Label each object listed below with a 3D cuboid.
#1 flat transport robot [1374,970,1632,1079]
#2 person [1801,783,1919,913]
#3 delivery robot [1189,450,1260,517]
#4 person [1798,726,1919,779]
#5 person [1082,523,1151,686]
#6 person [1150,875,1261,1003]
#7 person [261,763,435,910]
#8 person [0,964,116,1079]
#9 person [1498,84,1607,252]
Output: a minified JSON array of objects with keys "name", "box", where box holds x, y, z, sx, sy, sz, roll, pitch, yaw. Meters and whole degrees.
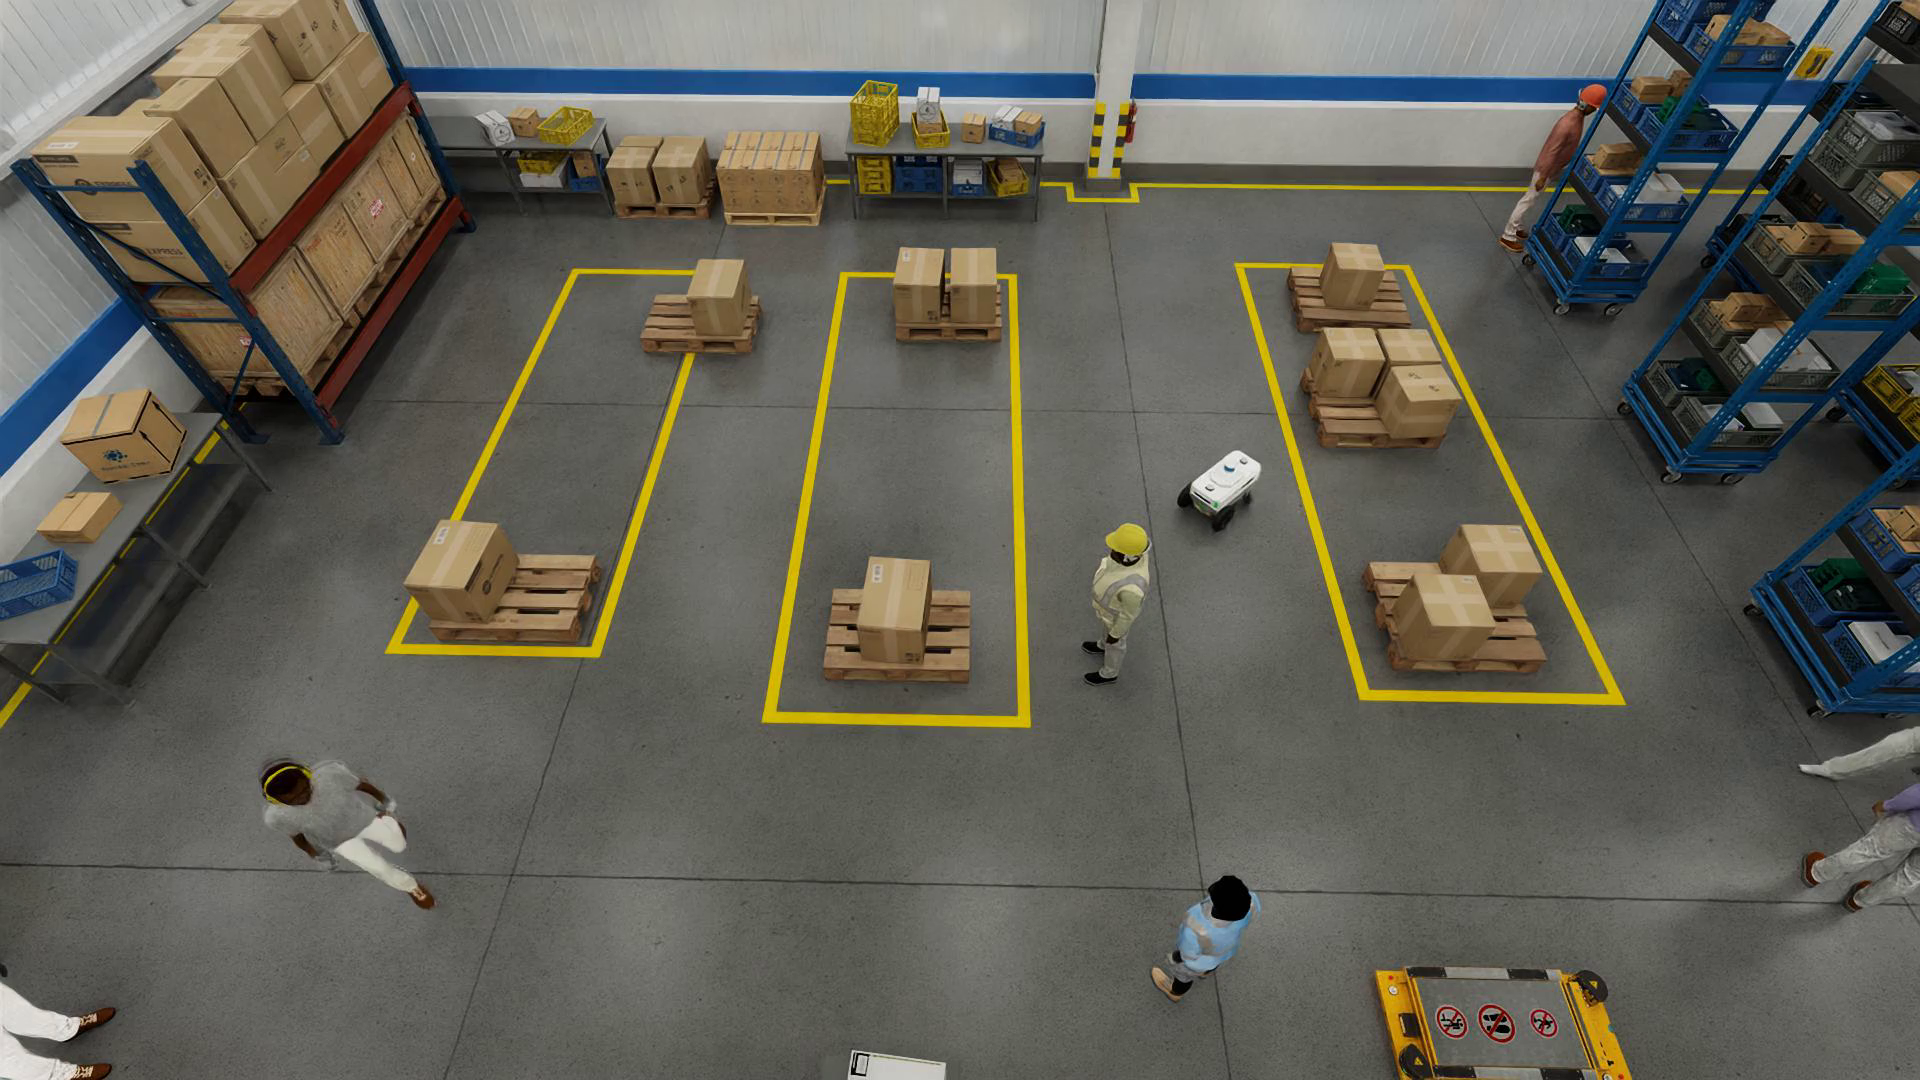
[{"name":"flat transport robot","box":[3.501,3.133,5.914,1.431,0.197,0.652,1,51,1]},{"name":"person","box":[6.285,1.875,5.871,0.355,1.938,0.637,-38,60,-26]},{"name":"delivery robot","box":[2.508,-0.552,8.678,0.707,0.478,0.477,-35,59,-25]},{"name":"person","box":[6.963,1.445,6.440,0.852,1.596,0.516,10,51,8]},{"name":"person","box":[1.197,0.498,7.062,0.403,1.833,0.590,3,51,3]},{"name":"person","box":[1.486,2.434,5.569,0.531,1.697,0.322,-24,55,-18]},{"name":"person","box":[-3.995,1.839,5.962,0.656,1.851,0.545,35,59,25]},{"name":"person","box":[-5.666,2.697,5.222,0.407,1.910,0.639,-20,54,-15]},{"name":"person","box":[7.099,-4.461,11.007,0.390,1.986,0.609,32,58,24]}]
